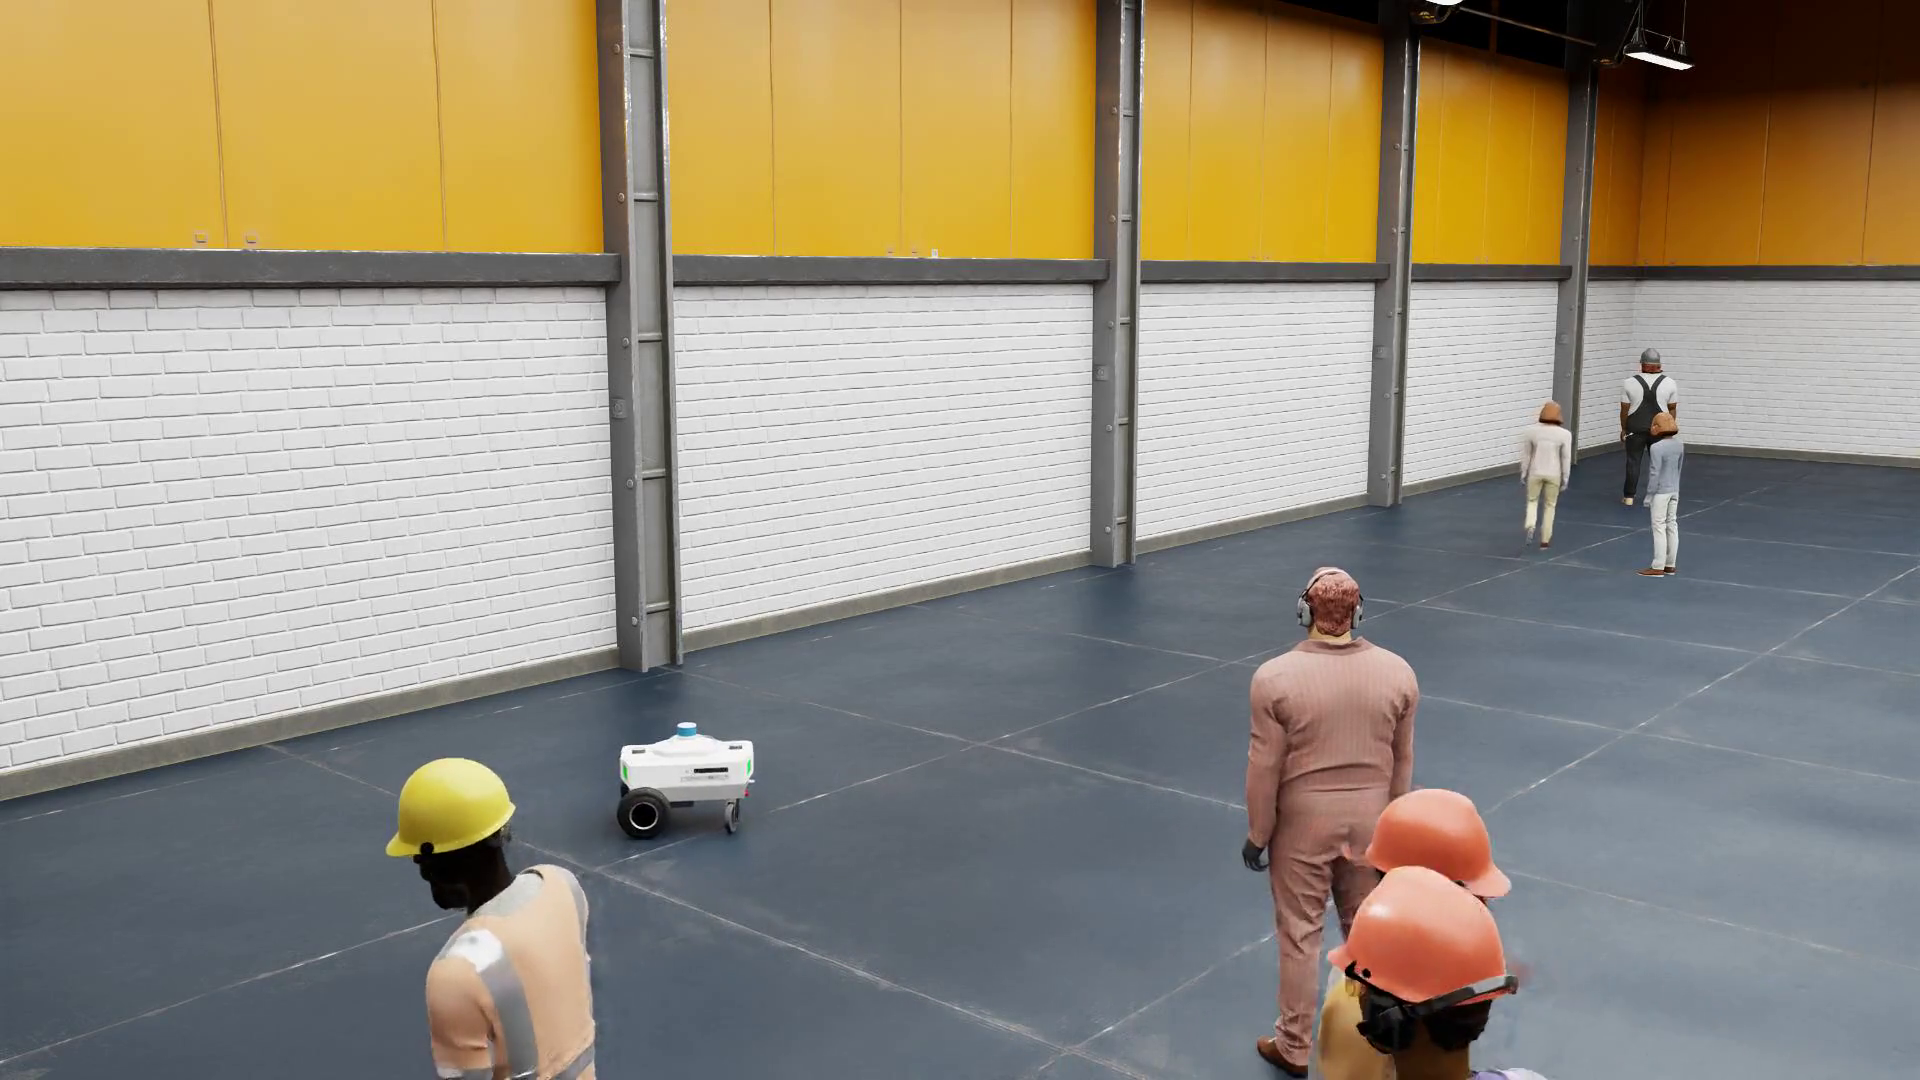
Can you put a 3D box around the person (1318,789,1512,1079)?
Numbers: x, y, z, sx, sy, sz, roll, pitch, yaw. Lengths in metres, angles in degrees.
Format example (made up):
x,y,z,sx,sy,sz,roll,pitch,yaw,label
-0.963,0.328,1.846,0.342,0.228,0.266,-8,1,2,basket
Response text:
x,y,z,sx,sy,sz,roll,pitch,yaw,label
0.932,1.453,3.797,1.037,1.886,0.573,4,10,25,person

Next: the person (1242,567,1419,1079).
x,y,z,sx,sy,sz,roll,pitch,yaw,label
1.355,1.048,6.196,0.642,1.910,0.401,-1,9,-8,person

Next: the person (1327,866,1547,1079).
x,y,z,sx,sy,sz,roll,pitch,yaw,label
0.797,1.539,2.885,0.626,1.984,1.075,-6,11,-32,person

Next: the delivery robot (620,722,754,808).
x,y,z,sx,sy,sz,roll,pitch,yaw,label
-1.469,1.231,8.987,0.707,0.478,0.477,-2,9,-9,delivery robot

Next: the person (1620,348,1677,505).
x,y,z,sx,sy,sz,roll,pitch,yaw,label
8.894,-1.464,21.553,0.682,2.000,0.537,3,10,18,person

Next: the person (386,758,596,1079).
x,y,z,sx,sy,sz,roll,pitch,yaw,label
-1.031,1.415,3.891,0.498,1.897,0.627,2,9,13,person

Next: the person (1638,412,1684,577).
x,y,z,sx,sy,sz,roll,pitch,yaw,label
6.942,-0.448,16.445,0.498,1.633,0.281,-6,11,-35,person

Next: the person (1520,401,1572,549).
x,y,z,sx,sy,sz,roll,pitch,yaw,label
6.325,-0.690,17.993,0.529,1.618,0.444,5,10,27,person
